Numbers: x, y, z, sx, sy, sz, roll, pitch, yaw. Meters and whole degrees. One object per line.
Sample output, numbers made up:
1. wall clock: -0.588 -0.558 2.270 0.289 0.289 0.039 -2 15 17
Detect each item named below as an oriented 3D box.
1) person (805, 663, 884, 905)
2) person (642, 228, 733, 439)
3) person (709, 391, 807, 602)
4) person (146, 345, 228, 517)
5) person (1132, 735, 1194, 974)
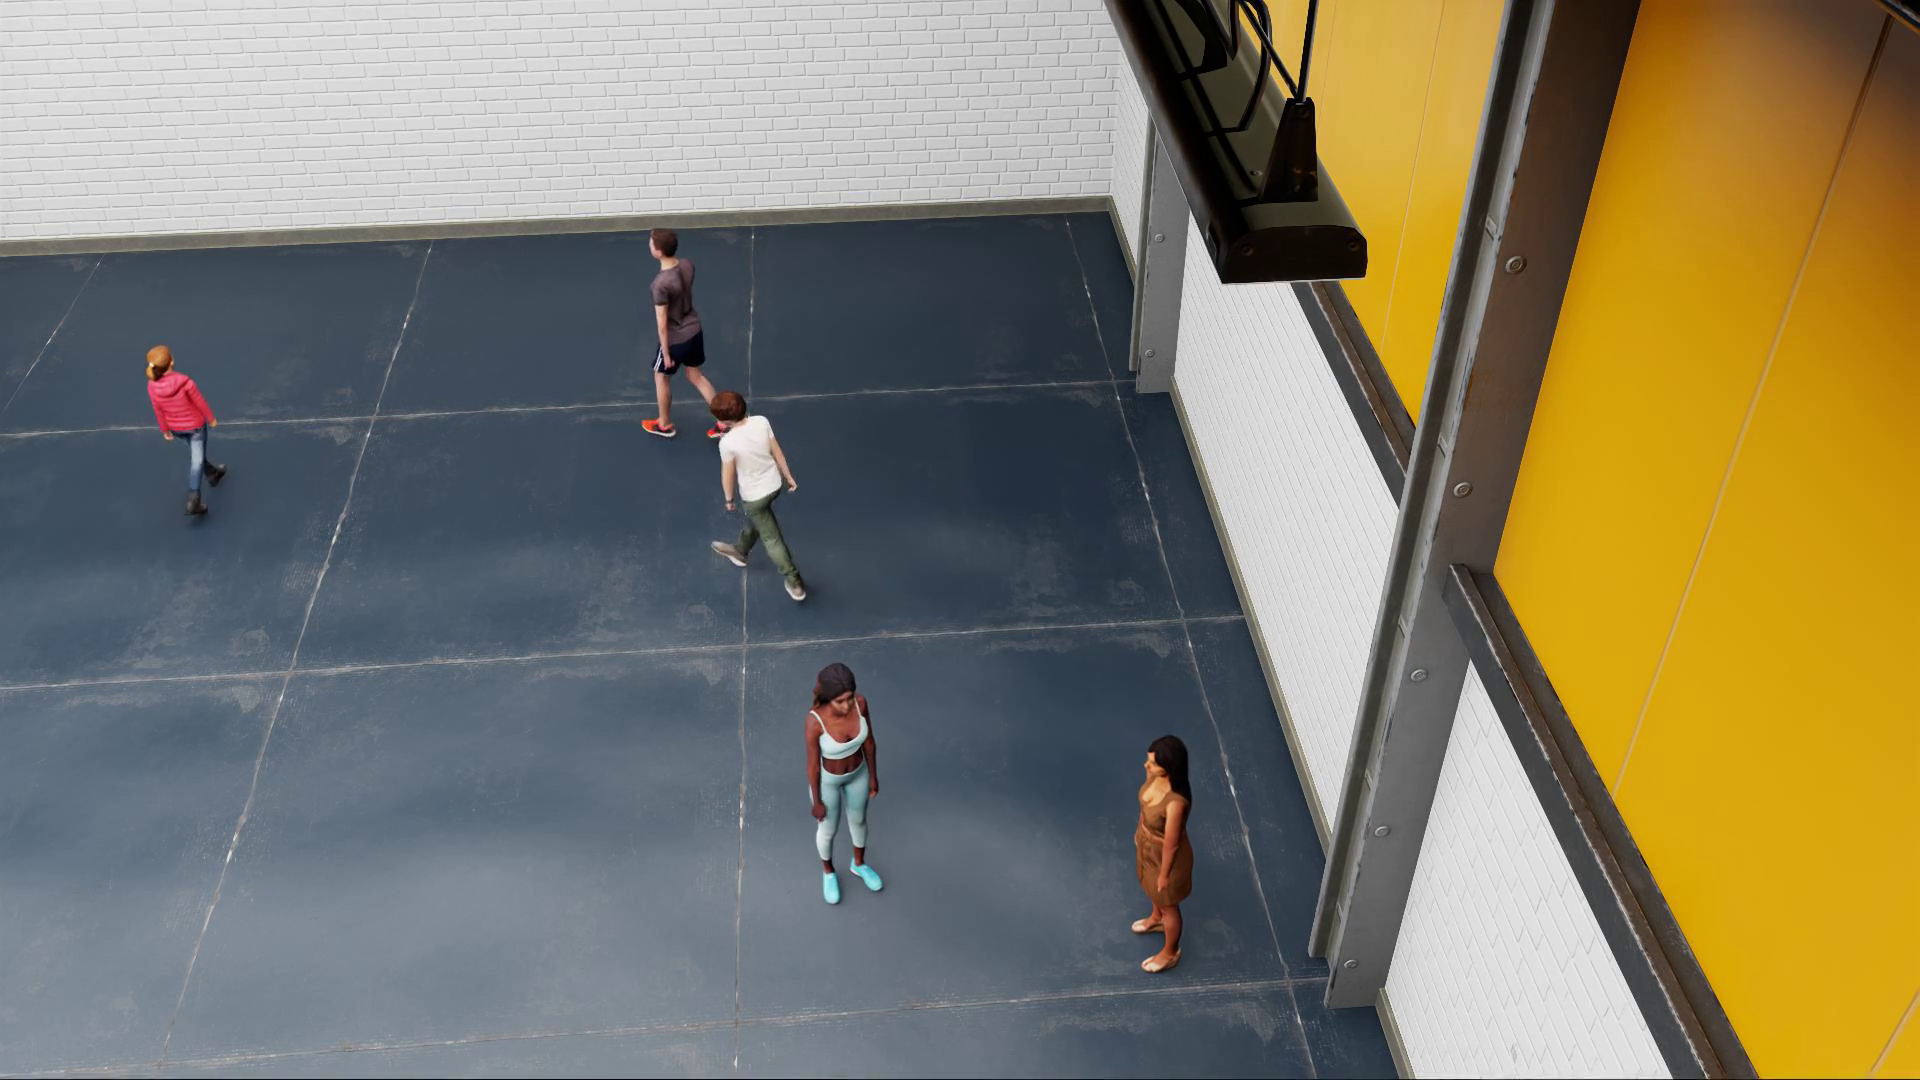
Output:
1. person: -0.654 1.310 9.093 0.644 1.725 0.656 -20 43 -23
2. person: -2.052 -1.515 12.549 1.063 1.826 1.084 19 42 22
3. person: -1.290 -0.285 11.189 1.076 1.601 1.129 -30 47 -32
4. person: -5.624 -0.771 12.050 0.633 1.285 0.963 5 39 6
5. person: 1.070 1.627 8.728 0.630 1.684 0.490 -6 39 -8
